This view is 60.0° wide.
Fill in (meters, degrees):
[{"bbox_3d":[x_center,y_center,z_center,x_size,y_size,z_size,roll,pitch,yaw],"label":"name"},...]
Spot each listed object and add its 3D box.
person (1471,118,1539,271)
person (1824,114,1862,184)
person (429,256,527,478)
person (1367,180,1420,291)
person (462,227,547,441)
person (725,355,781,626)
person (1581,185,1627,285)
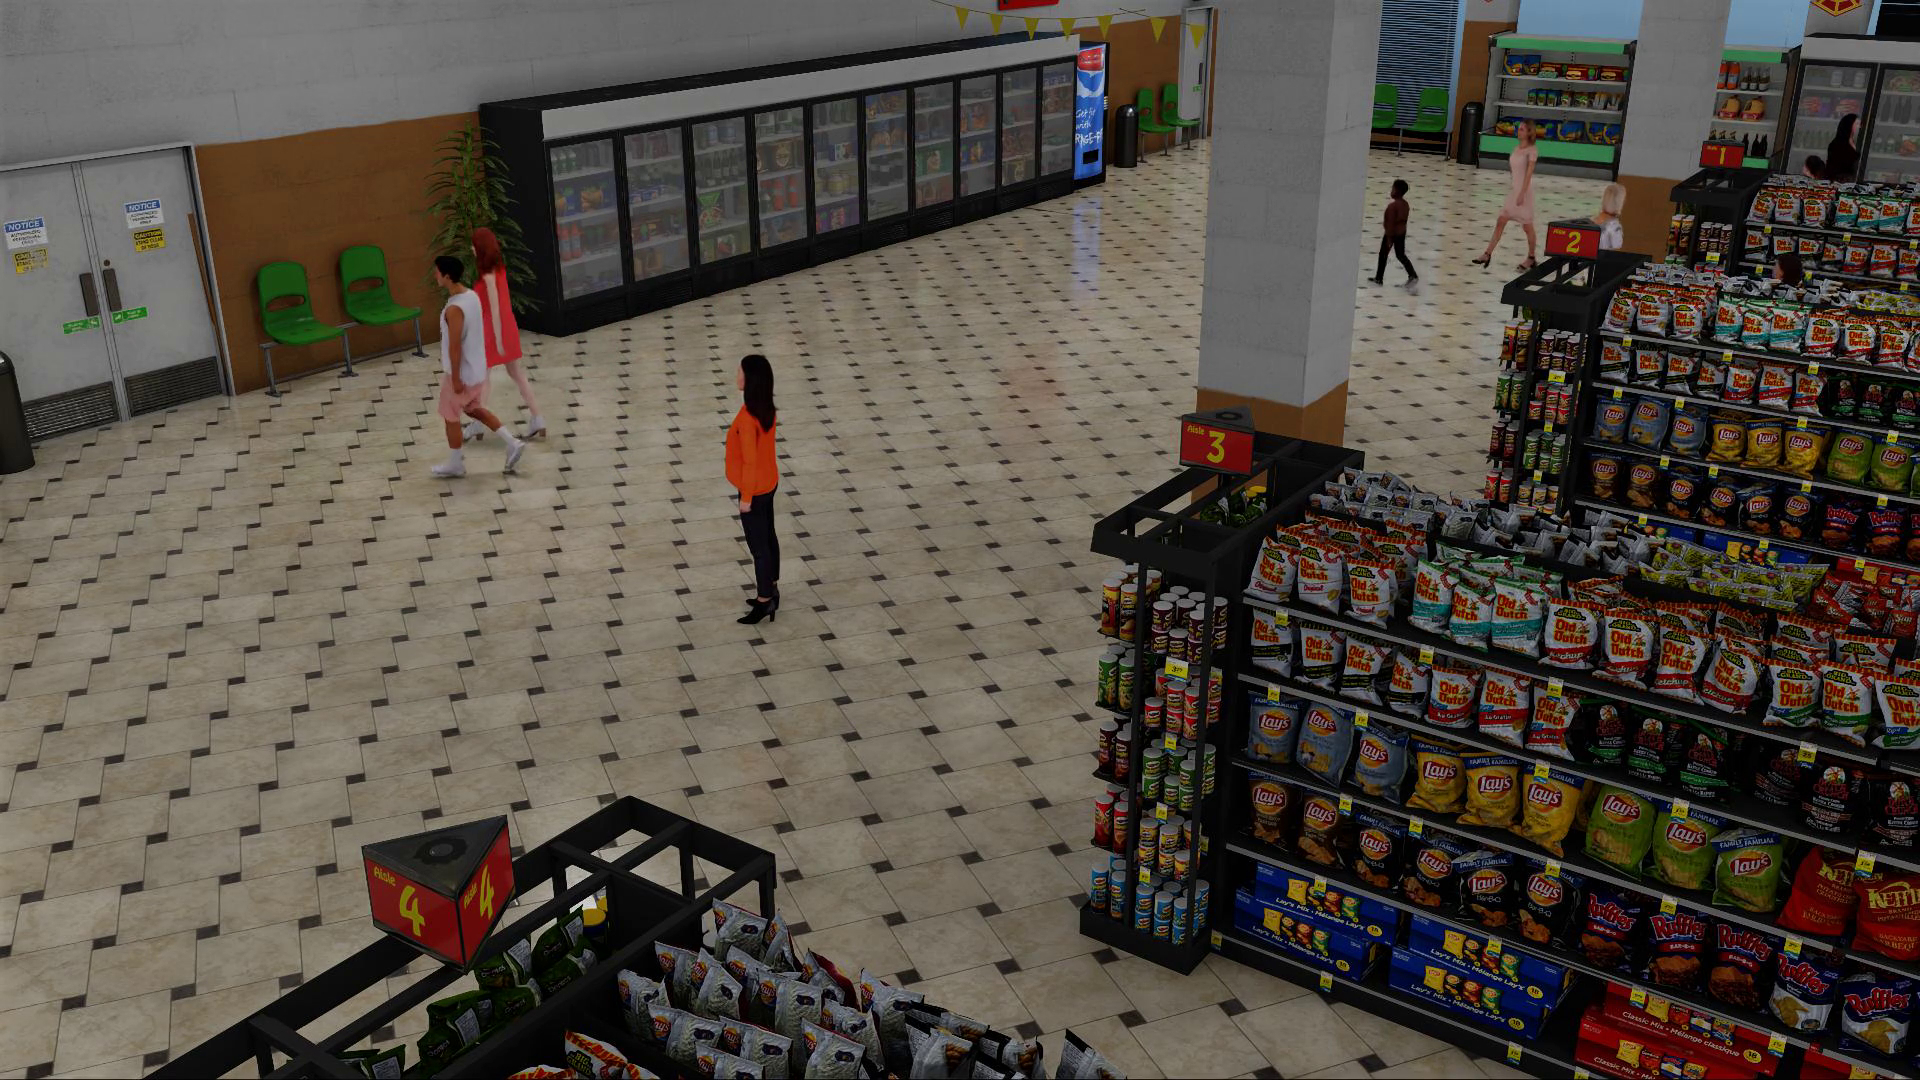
[{"bbox_3d":[6.742,-4.054,19.706,1.056,1.790,1.048,-6,23,-14],"label":"person"},{"bbox_3d":[10.727,-4.357,20.536,0.984,1.734,0.753,19,29,39],"label":"person"},{"bbox_3d":[-3.788,-1.333,12.969,1.105,1.763,0.926,2,22,5],"label":"person"},{"bbox_3d":[5.024,-3.471,18.993,0.679,1.240,0.945,-17,27,-36],"label":"person"},{"bbox_3d":[-3.731,-1.671,13.773,1.077,1.791,0.939,0,22,1],"label":"person"},{"bbox_3d":[-1.272,-0.326,10.483,0.711,1.749,0.704,2,22,6],"label":"person"},{"bbox_3d":[6.082,-2.535,15.999,0.770,1.735,0.711,-4,22,-9],"label":"person"}]
